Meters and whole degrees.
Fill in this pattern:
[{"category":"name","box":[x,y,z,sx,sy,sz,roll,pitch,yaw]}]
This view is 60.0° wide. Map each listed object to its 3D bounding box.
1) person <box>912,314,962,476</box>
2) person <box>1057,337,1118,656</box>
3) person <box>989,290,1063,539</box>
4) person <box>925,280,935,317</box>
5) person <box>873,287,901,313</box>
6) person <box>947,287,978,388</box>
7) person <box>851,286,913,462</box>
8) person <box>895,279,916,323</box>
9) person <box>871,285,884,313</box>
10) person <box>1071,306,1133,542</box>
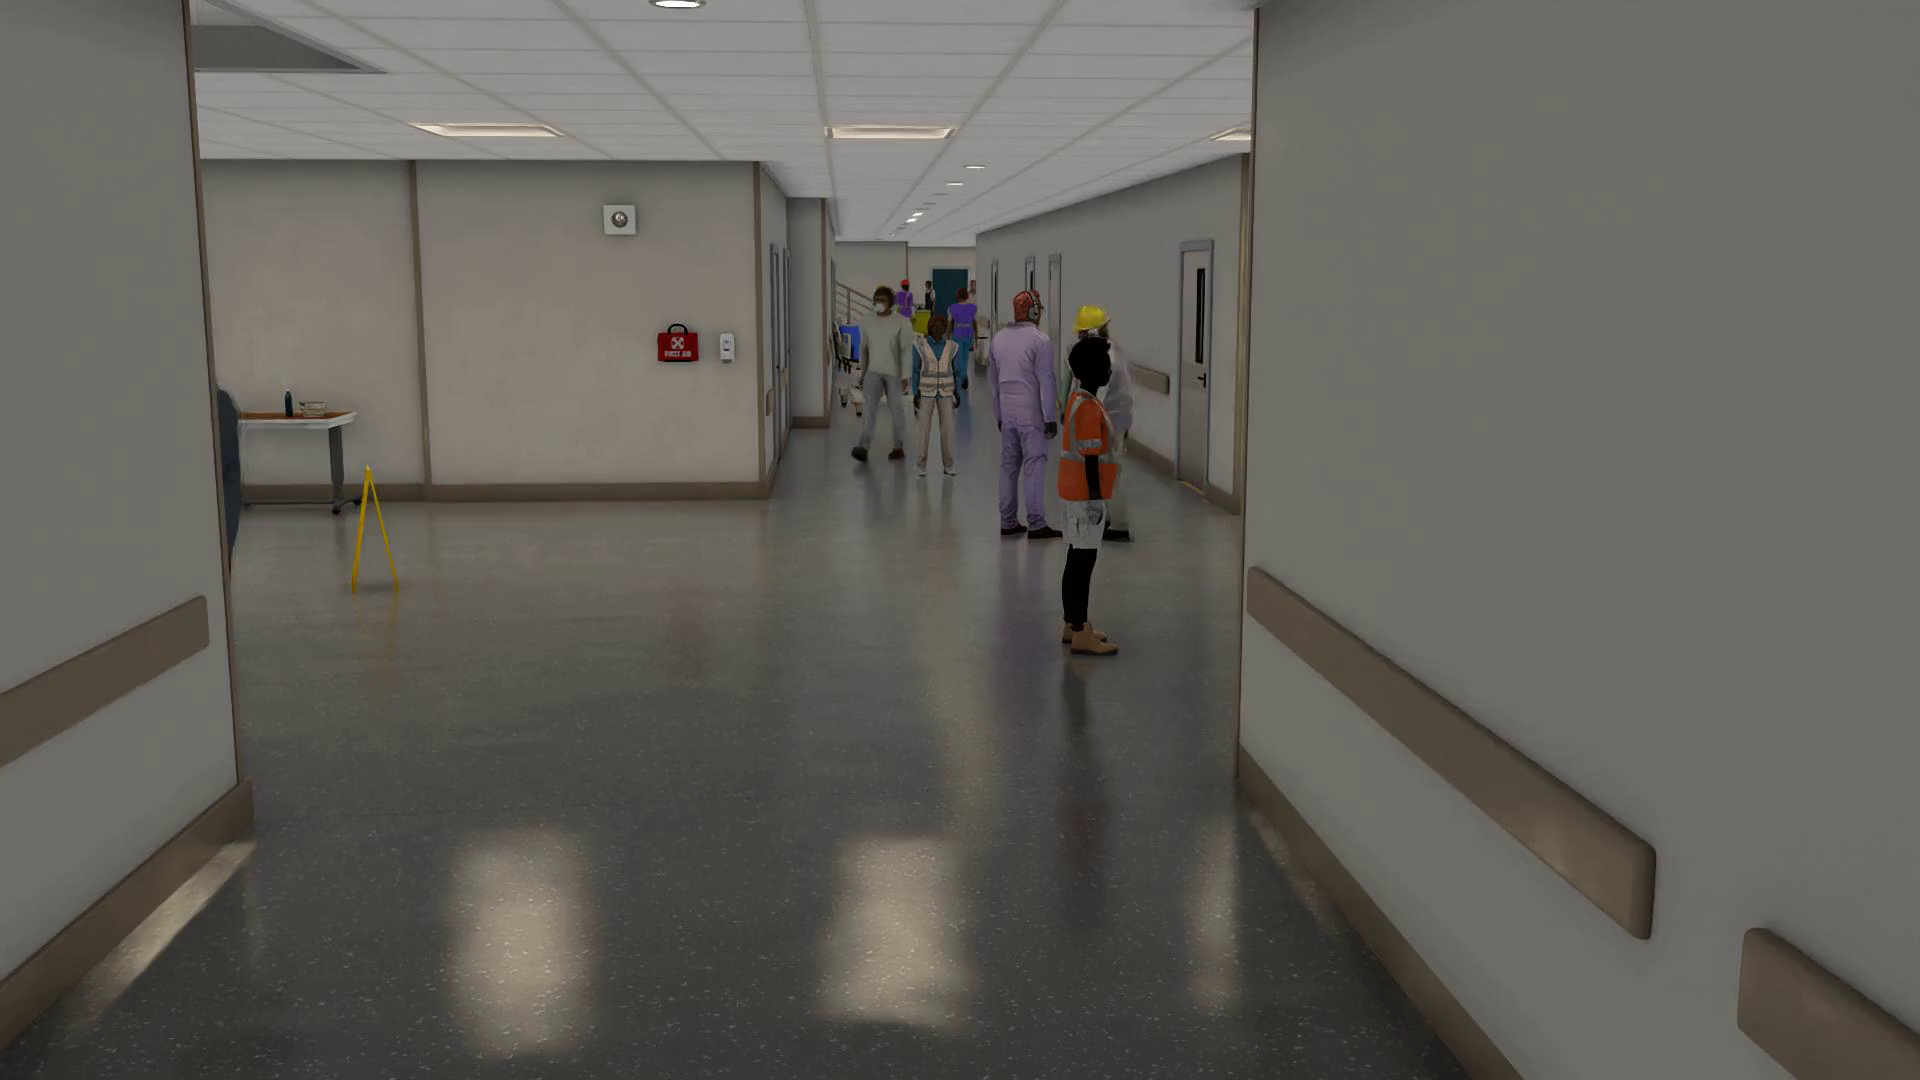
[{"category":"person","box":[-0.237,-1.454,16.784,0.511,1.632,0.317,-2,9,-10]},{"category":"person","box":[0.685,-0.236,8.919,0.318,1.697,0.536,-1,9,-4]},{"category":"person","box":[0.524,-0.967,12.847,0.407,1.910,0.639,-8,12,-42]},{"category":"person","box":[-1.054,-8.088,57.752,0.326,1.842,0.516,-6,11,-35]},{"category":"person","box":[-1.348,-3.689,30.254,0.608,1.804,0.644,4,10,21]},{"category":"person","box":[0.055,-3.634,29.891,0.574,1.819,0.869,-3,9,-16]},{"category":"person","box":[-0.843,-1.784,18.016,0.656,1.889,0.988,3,10,18]},{"category":"person","box":[-1.442,-5.946,44.066,0.588,1.924,0.391,6,11,34]},{"category":"person","box":[-2.120,-5.946,44.537,0.524,1.772,0.301,2,9,12]},{"category":"person","box":[1.067,-0.863,12.575,0.540,1.788,0.631,2,9,14]}]
